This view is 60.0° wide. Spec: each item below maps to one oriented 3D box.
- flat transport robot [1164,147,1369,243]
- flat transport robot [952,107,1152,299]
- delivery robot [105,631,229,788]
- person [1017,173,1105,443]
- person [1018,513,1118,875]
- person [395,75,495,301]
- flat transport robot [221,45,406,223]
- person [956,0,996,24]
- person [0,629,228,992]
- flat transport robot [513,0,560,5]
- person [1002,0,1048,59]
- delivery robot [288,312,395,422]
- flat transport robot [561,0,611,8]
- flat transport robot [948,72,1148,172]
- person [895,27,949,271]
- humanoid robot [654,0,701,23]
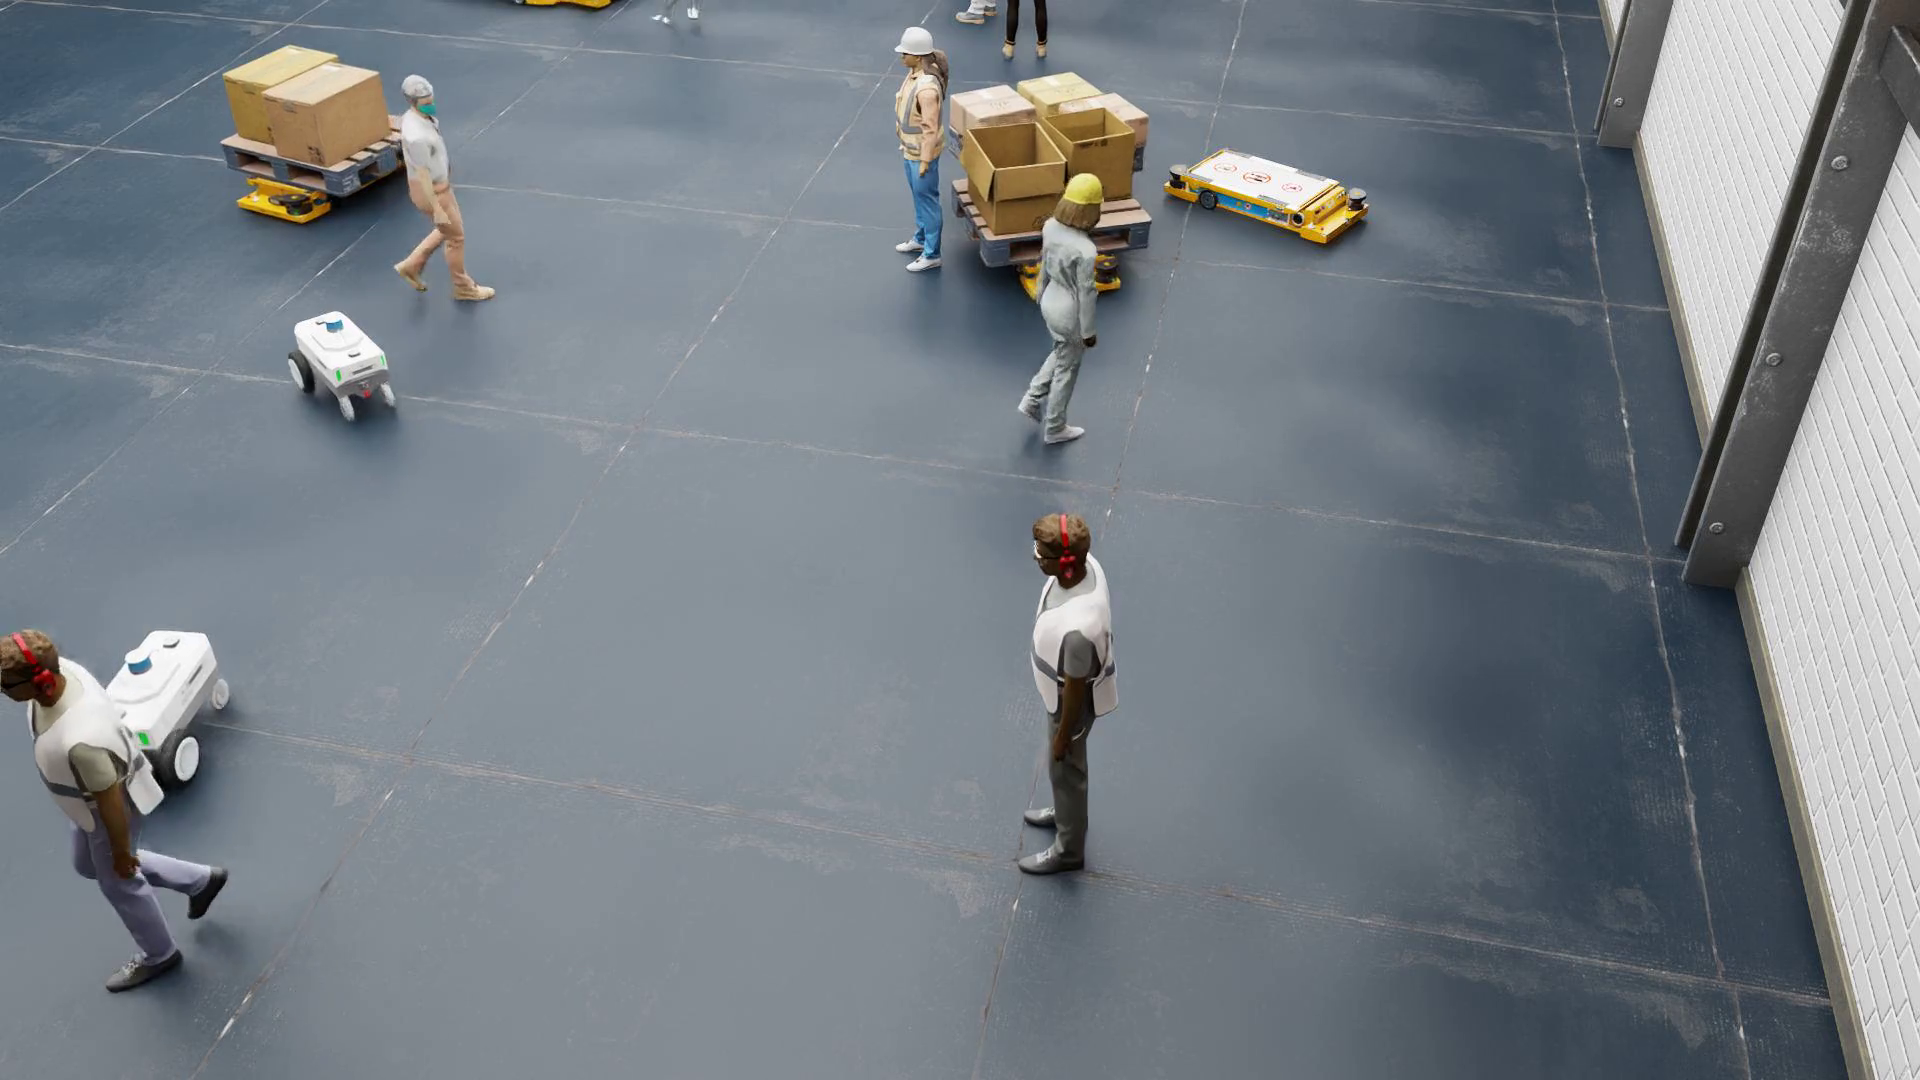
[{"bbox_3d":[2.348,-2.665,12.785,1.431,0.231,0.659,26,44,30],"label":"flat transport robot"},{"bbox_3d":[0.631,-2.189,12.148,0.659,0.231,1.431,-9,38,-12],"label":"flat transport robot"},{"bbox_3d":[-3.843,0.770,7.924,0.499,0.563,0.738,4,37,5],"label":"delivery robot"},{"bbox_3d":[0.643,-1.333,9.783,0.390,1.722,0.504,-17,40,-21],"label":"person"},{"bbox_3d":[0.464,0.652,7.043,0.407,1.833,0.562,1,37,1],"label":"person"},{"bbox_3d":[-3.562,-2.311,11.105,0.557,1.709,0.516,-7,37,-9],"label":"person"},{"bbox_3d":[-4.925,-2.905,13.105,0.659,0.231,1.431,17,40,21],"label":"flat transport robot"},{"bbox_3d":[0.172,-5.846,15.694,0.355,1.882,0.573,21,41,25],"label":"person"},{"bbox_3d":[-3.339,1.037,6.527,0.486,1.825,0.595,-24,43,-28],"label":"person"},{"bbox_3d":[-4.587,-5.640,16.766,1.431,0.231,0.659,10,38,14],"label":"flat transport robot"},{"bbox_3d":[0.611,-5.194,14.984,0.535,1.688,0.323,-1,37,-2],"label":"person"},{"bbox_3d":[-3.906,-1.149,10.511,0.499,0.586,0.773,-26,44,-30],"label":"delivery robot"},{"bbox_3d":[-3.492,-5.755,16.919,0.659,0.231,1.431,19,41,23],"label":"flat transport robot"},{"bbox_3d":[0.663,-2.878,13.070,0.659,0.231,1.431,-16,40,-21],"label":"flat transport robot"},{"bbox_3d":[-0.258,-2.745,11.672,0.365,1.729,0.495,-8,38,-11],"label":"person"},{"bbox_3d":[-2.631,-5.648,15.567,0.535,1.776,0.866,-26,44,-30],"label":"humanoid robot"}]
